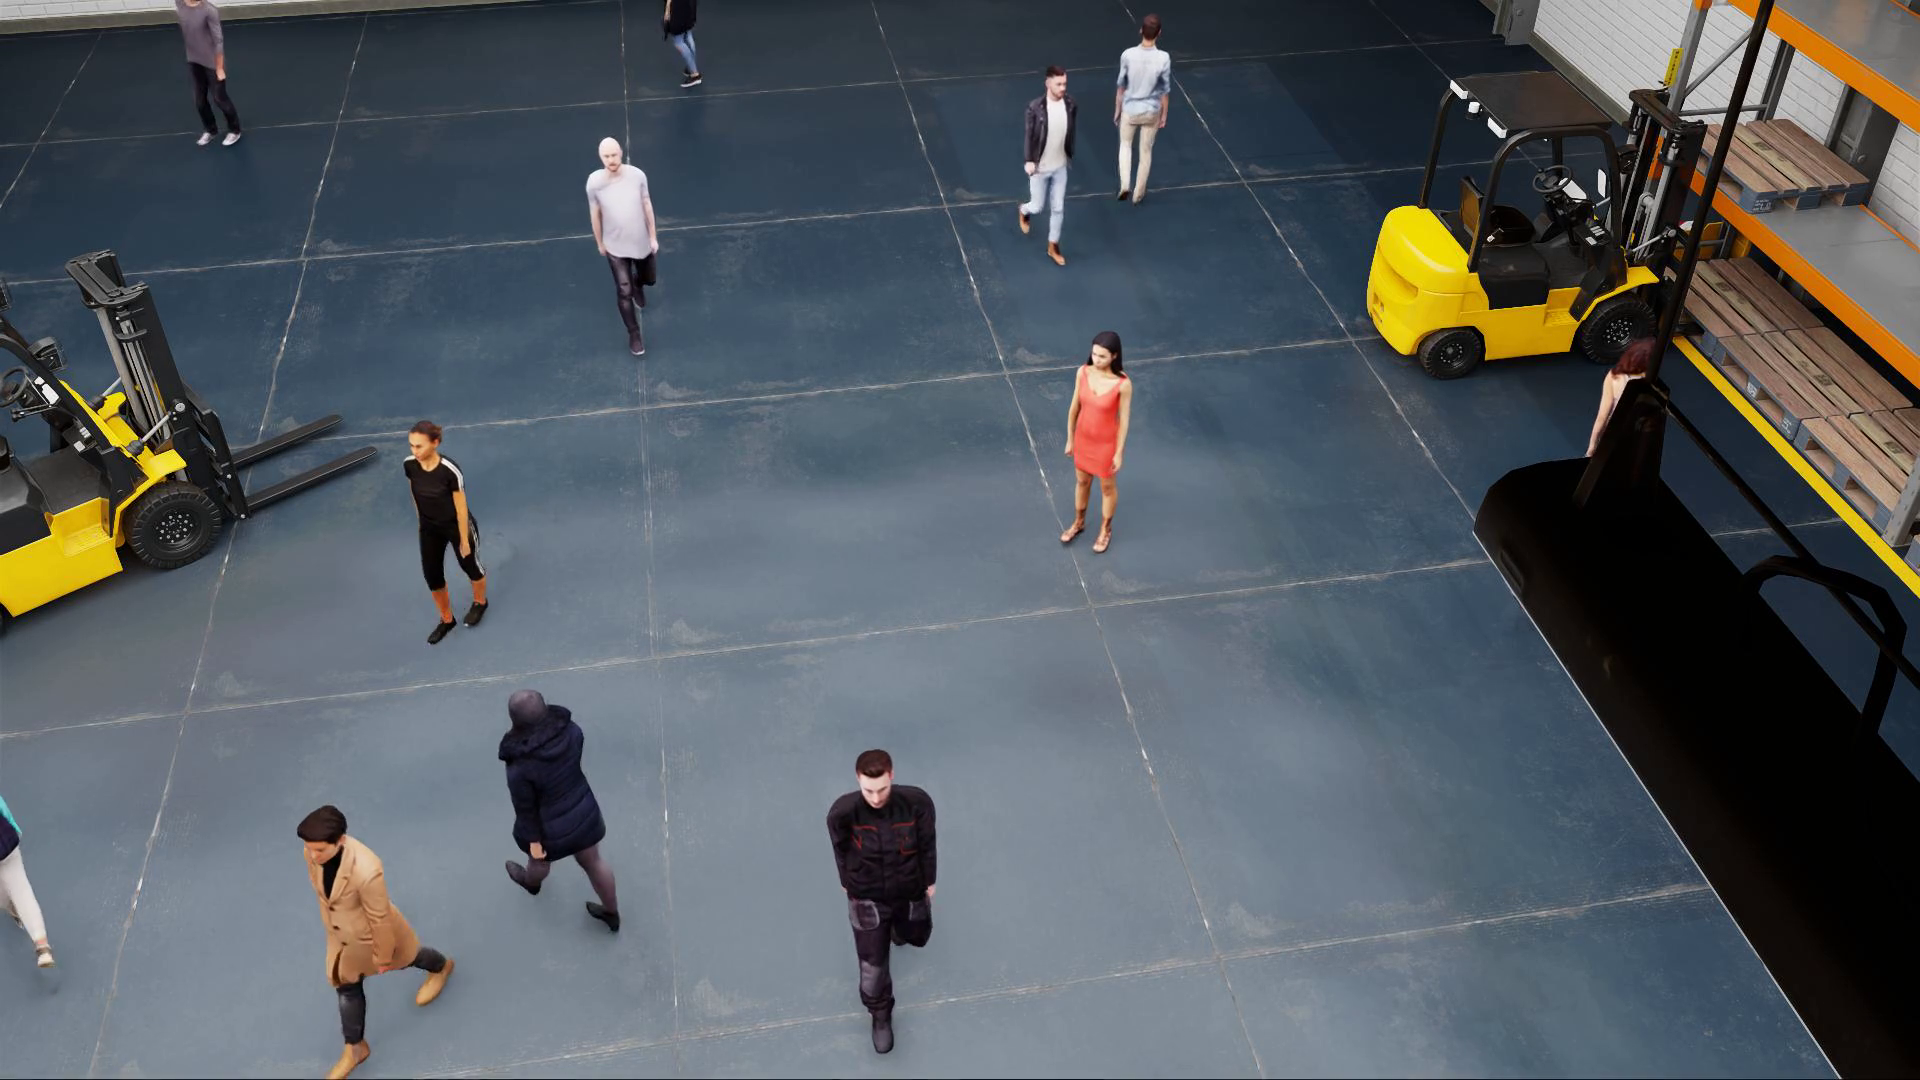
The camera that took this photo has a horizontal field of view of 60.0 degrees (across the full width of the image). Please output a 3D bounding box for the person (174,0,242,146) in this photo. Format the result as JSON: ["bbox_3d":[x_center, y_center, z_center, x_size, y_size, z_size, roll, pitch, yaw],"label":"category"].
[{"bbox_3d":[-7.506,-4.799,16.593,0.862,1.803,0.843,21,43,24],"label":"person"}]

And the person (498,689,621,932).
[{"bbox_3d":[-2.080,1.499,8.838,1.123,1.639,1.053,25,45,28],"label":"person"}]

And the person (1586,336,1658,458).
[{"bbox_3d":[4.483,-0.565,11.350,1.169,1.730,1.137,30,47,32],"label":"person"}]

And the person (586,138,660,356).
[{"bbox_3d":[-2.743,-2.475,13.679,0.807,1.807,1.121,-13,40,-16],"label":"person"}]

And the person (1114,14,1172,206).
[{"bbox_3d":[1.669,-3.947,15.497,0.812,1.839,0.894,7,39,9],"label":"person"}]

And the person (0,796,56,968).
[{"bbox_3d":[-5.110,1.676,8.745,0.872,1.478,1.039,-27,46,-30],"label":"person"}]

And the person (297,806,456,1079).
[{"bbox_3d":[-2.905,1.880,8.326,1.060,1.683,1.209,18,42,21],"label":"person"}]

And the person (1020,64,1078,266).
[{"bbox_3d":[0.752,-3.370,14.793,0.781,1.816,0.996,-14,41,-17],"label":"person"}]

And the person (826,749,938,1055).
[{"bbox_3d":[-0.368,1.691,8.395,0.682,1.891,1.058,-6,39,-8],"label":"person"}]

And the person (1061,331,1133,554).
[{"bbox_3d":[0.961,-0.688,11.514,0.676,1.718,0.717,19,42,22],"label":"person"}]

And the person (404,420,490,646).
[{"bbox_3d":[-3.304,-0.133,10.871,0.788,1.652,0.878,12,40,14],"label":"person"}]

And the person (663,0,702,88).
[{"bbox_3d":[-2.990,-5.763,17.900,0.829,1.678,0.684,20,43,23],"label":"person"}]
